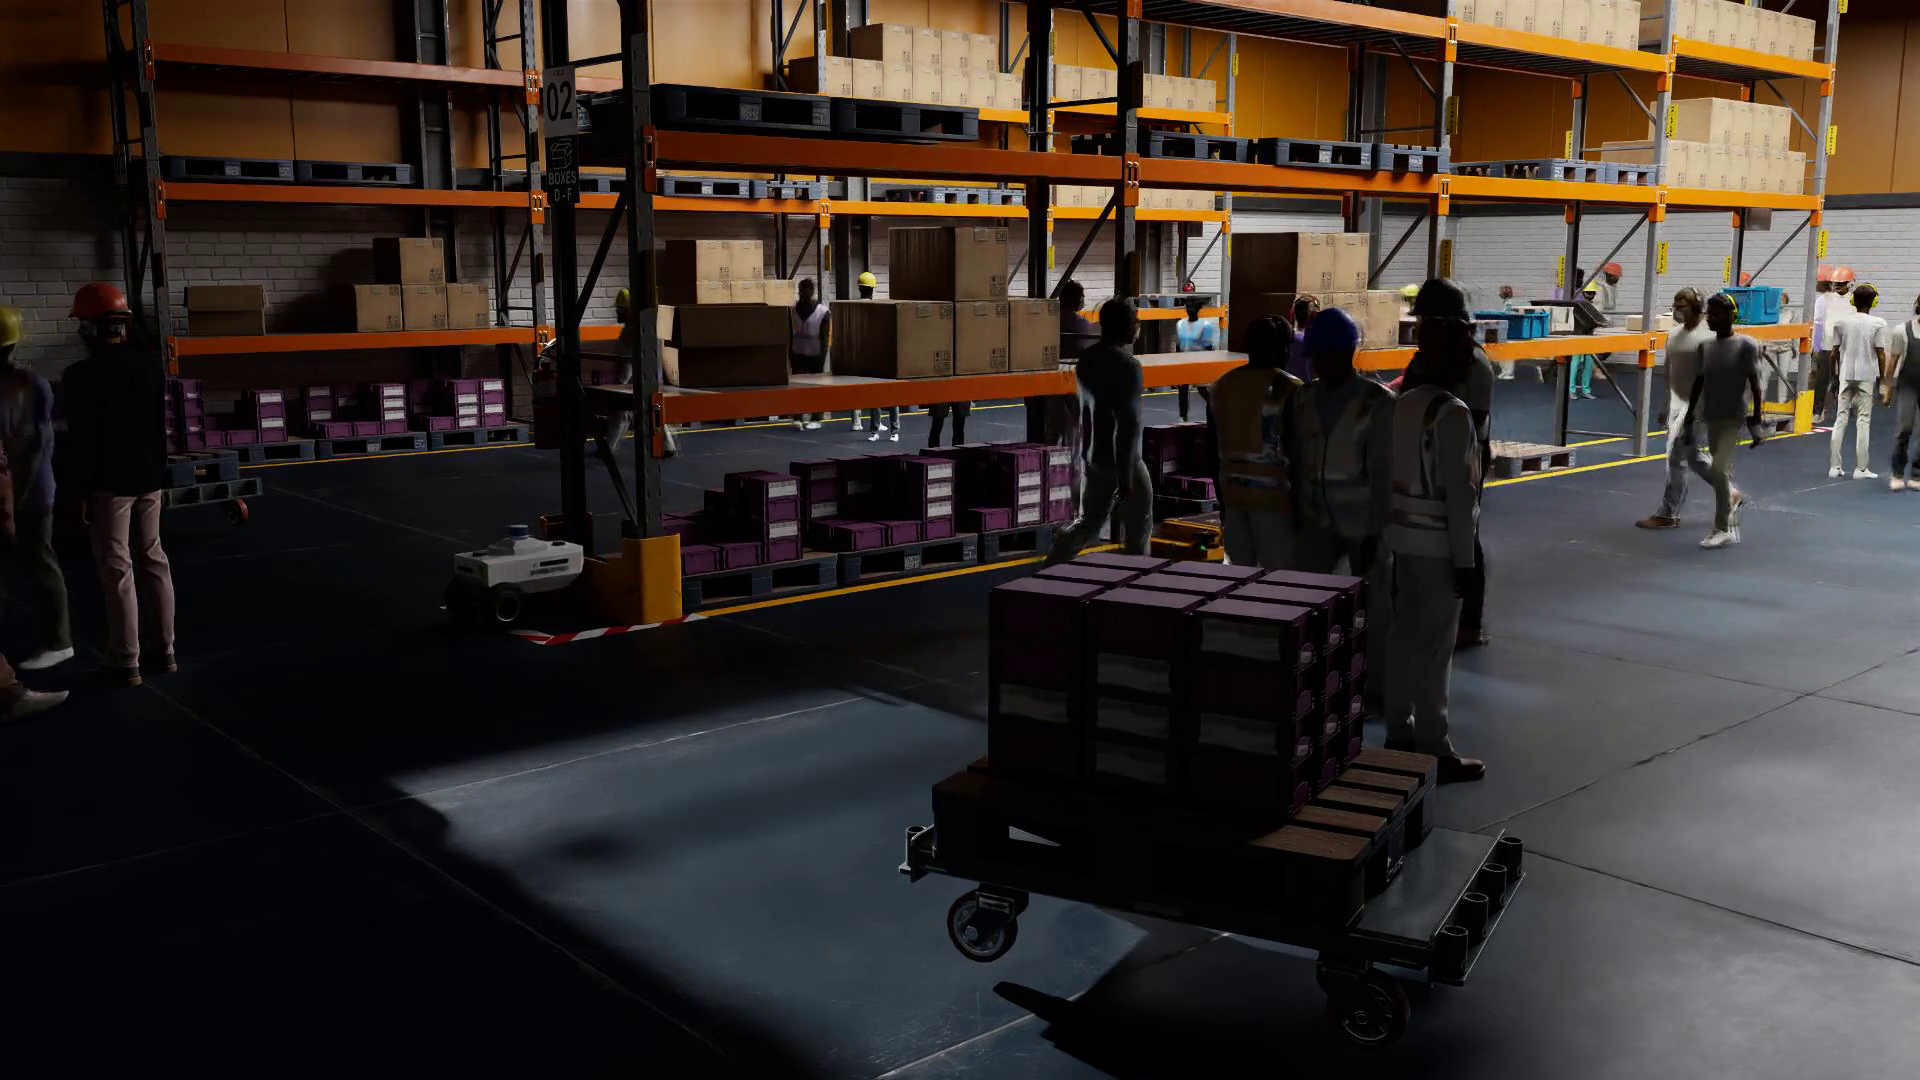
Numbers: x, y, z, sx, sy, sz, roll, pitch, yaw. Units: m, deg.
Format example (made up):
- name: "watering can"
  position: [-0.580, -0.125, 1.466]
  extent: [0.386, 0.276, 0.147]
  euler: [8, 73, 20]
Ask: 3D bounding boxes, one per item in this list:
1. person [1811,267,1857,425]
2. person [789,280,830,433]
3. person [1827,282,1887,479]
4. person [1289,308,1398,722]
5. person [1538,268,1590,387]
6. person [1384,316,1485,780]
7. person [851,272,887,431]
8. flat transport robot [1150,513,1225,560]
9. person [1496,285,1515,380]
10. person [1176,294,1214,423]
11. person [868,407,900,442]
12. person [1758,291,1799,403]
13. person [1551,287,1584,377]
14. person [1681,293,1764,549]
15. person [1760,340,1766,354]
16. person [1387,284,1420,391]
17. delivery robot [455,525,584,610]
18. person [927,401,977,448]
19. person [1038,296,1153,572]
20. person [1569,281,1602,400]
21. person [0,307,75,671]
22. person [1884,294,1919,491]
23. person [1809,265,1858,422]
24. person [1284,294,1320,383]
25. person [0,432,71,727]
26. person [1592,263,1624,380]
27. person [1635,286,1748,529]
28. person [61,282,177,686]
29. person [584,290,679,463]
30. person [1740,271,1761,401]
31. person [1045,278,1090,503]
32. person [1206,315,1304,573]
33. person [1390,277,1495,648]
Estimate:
- name: "person"
  position: [11.076, -2.444, 20.992]
  extent: [0.613, 1.991, 0.392]
  euler: [6, 11, 32]
- name: "person"
  position: [-1.846, -2.219, 20.125]
  extent: [0.601, 1.835, 1.024]
  euler: [2, 10, 12]
- name: "person"
  position: [8.578, -1.515, 15.891]
  extent: [0.319, 1.876, 0.532]
  euler: [-8, 12, -38]
- name: "person"
  position: [1.672, -0.072, 7.385]
  extent: [0.907, 1.889, 0.633]
  euler: [-9, 13, -41]
- name: "person"
  position: [9.812, -3.428, 26.884]
  extent: [0.743, 1.947, 0.618]
  euler: [3, 10, 16]
- name: "person"
  position: [1.945, 0.033, 6.811]
  extent: [0.356, 1.882, 0.574]
  euler: [-2, 10, -12]
- name: "person"
  position: [-1.138, -2.272, 20.170]
  extent: [0.595, 1.925, 0.370]
  euler: [3, 10, 18]
- name: "flat transport robot"
  position: [2.018, -0.066, 12.096]
  extent: [1.431, 0.197, 0.652]
  euler: [-8, 13, -40]
- name: "person"
  position: [9.404, -3.564, 28.644]
  extent: [0.407, 1.623, 0.514]
  euler: [2, 10, 10]
- name: "person"
  position: [2.901, -2.162, 20.292]
  extent: [0.542, 1.677, 0.726]
  euler: [8, 12, 38]
- name: "person"
  position: [-0.883, -1.934, 19.082]
  extent: [0.494, 1.624, 0.282]
  euler: [1, 10, 6]
- name: "person"
  position: [11.431, -2.657, 23.272]
  extent: [0.522, 1.638, 0.310]
  euler: [3, 10, 17]
- name: "person"
  position: [10.691, -3.822, 29.219]
  extent: [0.545, 1.938, 0.355]
  euler: [4, 11, 23]
- name: "person"
  position: [5.528, -0.859, 12.094]
  extent: [0.631, 1.854, 0.582]
  euler: [-5, 11, -25]
- name: "person"
  position: [10.839, -2.714, 23.062]
  extent: [0.641, 1.821, 0.650]
  euler: [8, 13, 40]
- name: "person"
  position: [5.982, -2.575, 22.443]
  extent: [0.573, 1.748, 0.539]
  euler: [2, 10, 14]
- name: "delivery robot"
  position: [-2.562, 0.154, 9.707]
  extent: [0.707, 0.478, 0.477]
  euler: [-9, 13, -43]
- name: "person"
  position: [-0.072, -1.455, 15.372]
  extent: [0.547, 1.934, 0.375]
  euler: [-4, 10, -21]
- name: "person"
  position: [0.811, -0.452, 9.593]
  extent: [0.931, 1.907, 0.637]
  euler: [-5, 11, -25]
- name: "person"
  position: [9.276, -2.957, 24.659]
  extent: [0.523, 1.769, 0.310]
  euler: [-3, 10, -16]
- name: "person"
  position: [-4.795, -0.219, 8.282]
  extent: [0.599, 1.882, 0.845]
  euler: [3, 10, 19]
- name: "person"
  position: [8.634, -1.331, 14.938]
  extent: [0.526, 1.823, 0.575]
  euler: [3, 10, 16]
- name: "person"
  position: [11.095, -2.492, 21.214]
  extent: [0.614, 2.019, 0.637]
  euler: [-9, 13, -42]
- name: "person"
  position: [2.562, -0.932, 12.593]
  extent: [0.564, 1.839, 0.376]
  euler: [6, 12, 33]
- name: "person"
  position: [-4.502, -0.059, 7.452]
  extent: [0.959, 1.851, 0.665]
  euler: [1, 10, 5]
- name: "person"
  position: [11.114, -3.734, 28.513]
  extent: [0.661, 2.002, 0.514]
  euler: [-8, 12, -38]
- name: "person"
  position: [5.792, -1.031, 13.016]
  extent: [0.895, 1.905, 0.650]
  euler: [-1, 10, -8]
- name: "person"
  position: [-4.191, -0.273, 8.273]
  extent: [0.382, 1.995, 0.612]
  euler: [2, 10, 14]
- name: "person"
  position: [-3.355, -1.662, 17.047]
  extent: [0.956, 1.787, 0.604]
  euler: [-4, 11, -23]
- name: "person"
  position: [9.986, -2.468, 21.324]
  extent: [0.380, 1.929, 0.541]
  euler: [-9, 13, -41]
- name: "person"
  position: [0.907, -1.290, 14.407]
  extent: [0.376, 1.934, 0.629]
  euler: [-7, 12, -37]
- name: "person"
  position: [1.497, -0.175, 8.151]
  extent: [0.429, 1.844, 0.626]
  euler: [-8, 12, -39]
- name: "person"
  position: [2.482, -0.416, 8.974]
  extent: [0.852, 2.000, 0.714]
  euler: [-2, 10, -11]
